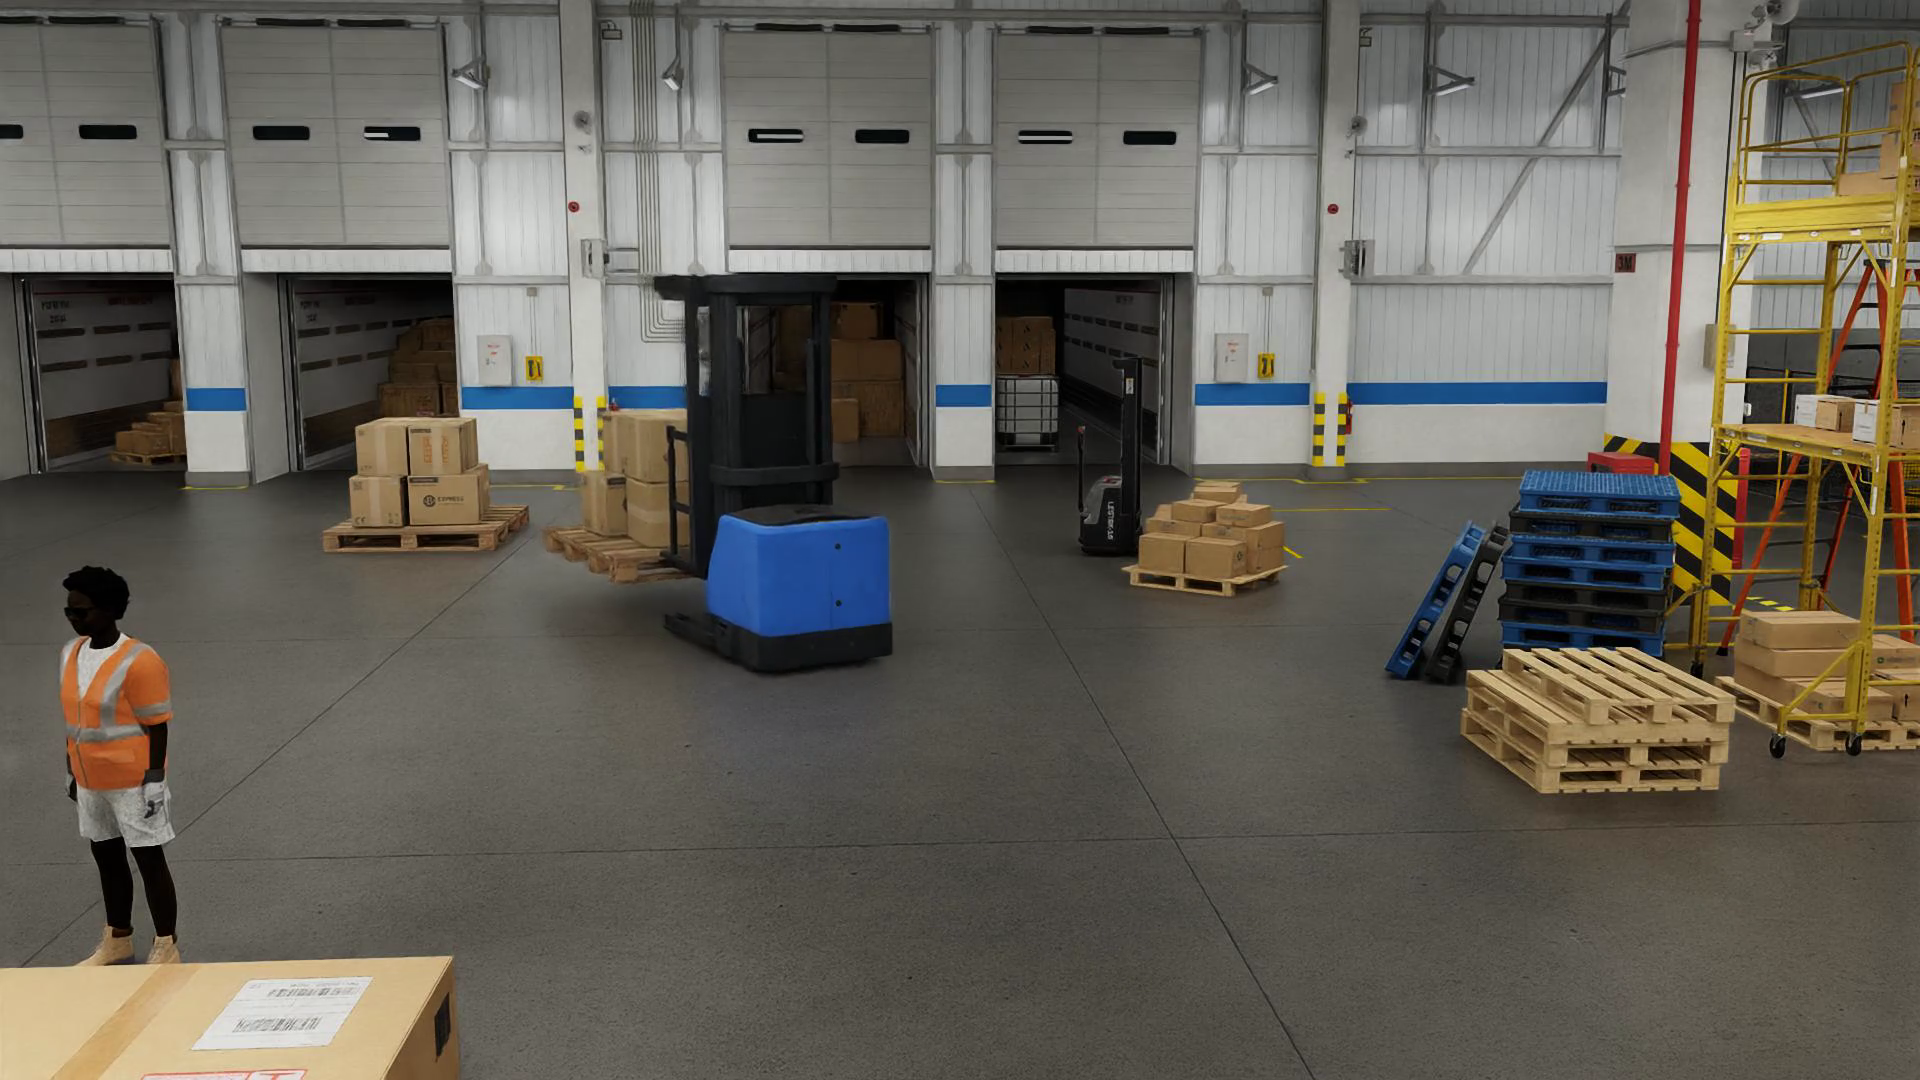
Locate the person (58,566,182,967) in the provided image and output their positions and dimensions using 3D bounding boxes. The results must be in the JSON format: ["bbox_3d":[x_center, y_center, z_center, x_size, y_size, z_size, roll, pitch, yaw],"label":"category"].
[{"bbox_3d":[-3.338,0.936,6.576,0.540,1.695,0.317,4,10,24],"label":"person"}]

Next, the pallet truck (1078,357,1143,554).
[{"bbox_3d":[2.088,-0.836,16.757,1.885,1.965,0.823,2,9,13],"label":"pallet truck"}]

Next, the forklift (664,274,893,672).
[{"bbox_3d":[-1.375,-0.578,12.376,1.129,2.768,1.873,-5,10,-30],"label":"forklift"}]
